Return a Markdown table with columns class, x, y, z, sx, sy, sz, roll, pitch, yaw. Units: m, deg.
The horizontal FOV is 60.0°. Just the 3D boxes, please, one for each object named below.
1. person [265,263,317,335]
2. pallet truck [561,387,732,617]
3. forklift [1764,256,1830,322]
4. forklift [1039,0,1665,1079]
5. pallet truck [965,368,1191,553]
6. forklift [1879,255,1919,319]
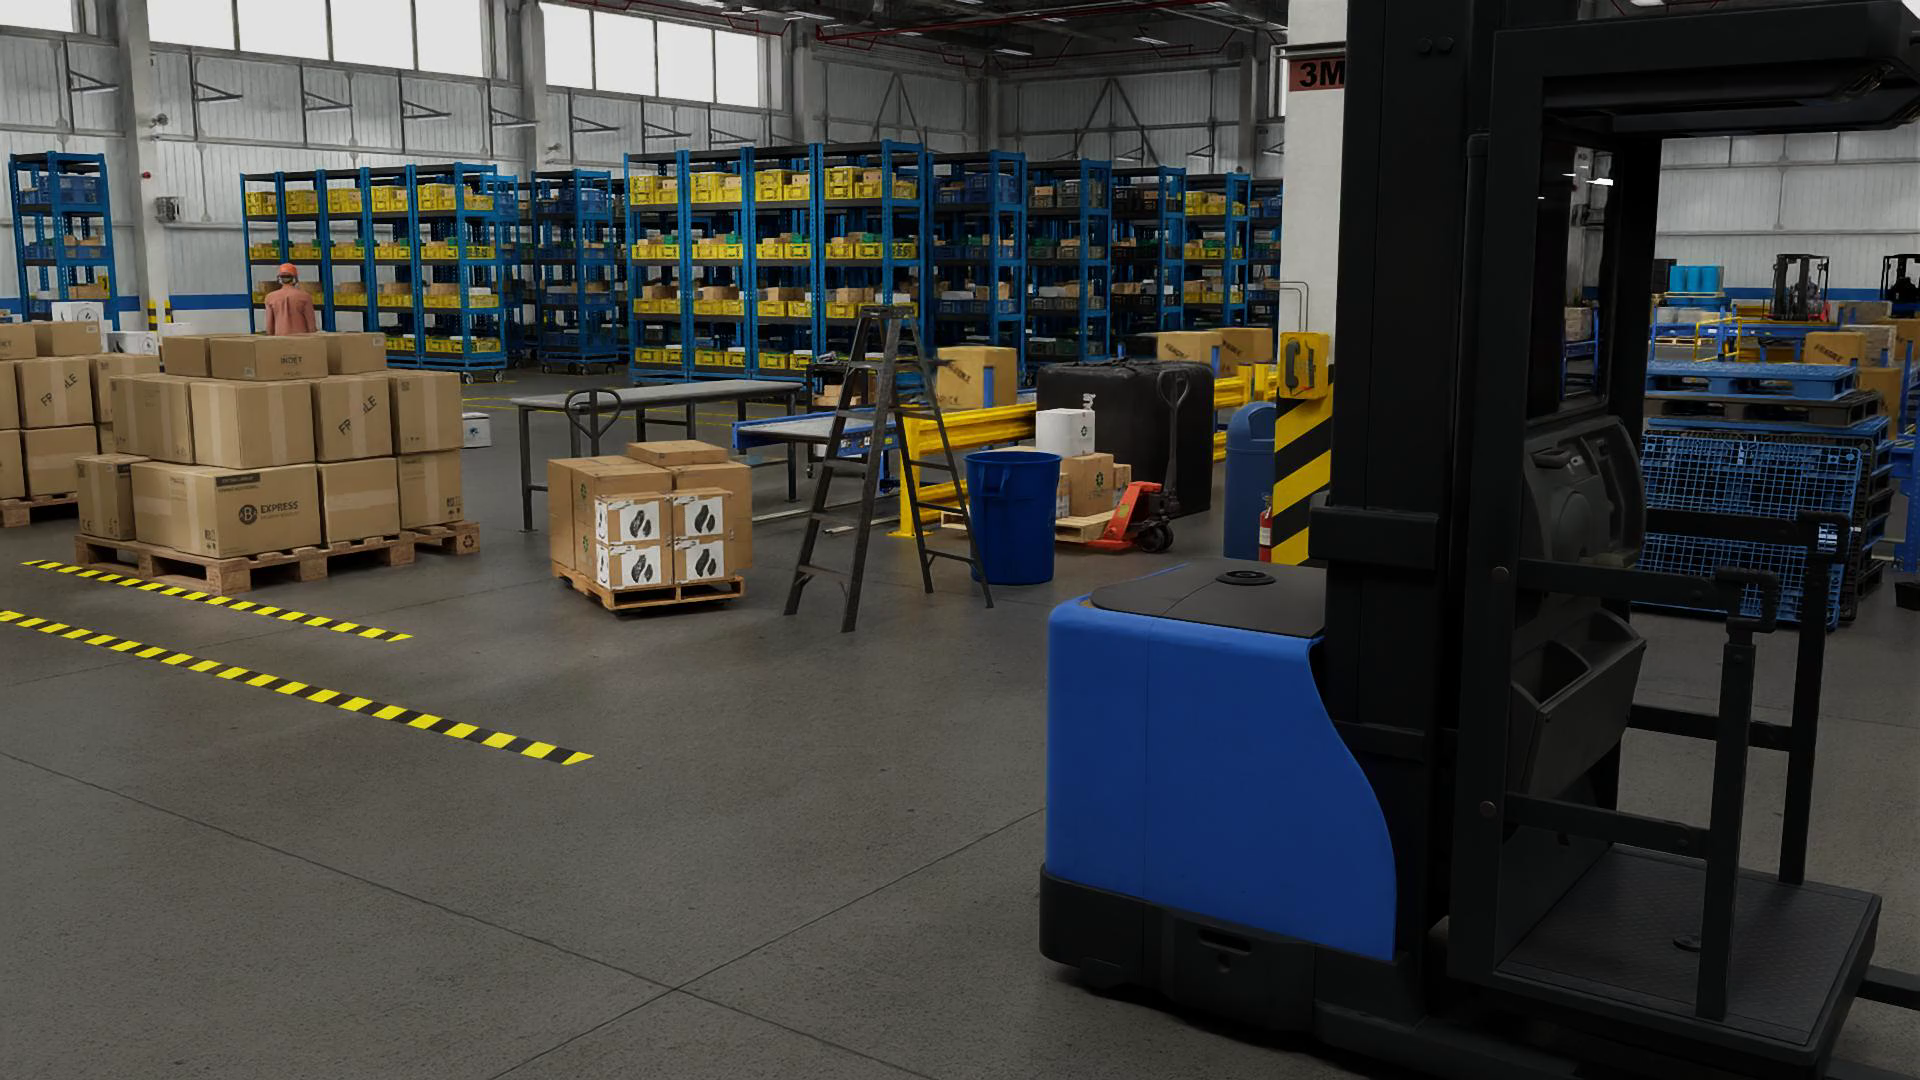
| class | x | y | z | sx | sy | sz | roll | pitch | yaw |
| --- | --- | --- | --- | --- | --- | --- | --- | --- | --- |
| person | -8.540 | -2.540 | 21.293 | 0.609 | 1.997 | 0.374 | -1 | 10 | -8 |
| pallet truck | -1.981 | -0.274 | 10.088 | 0.680 | 1.201 | 1.601 | -5 | 11 | -28 |
| forklift | 20.253 | -5.854 | 40.139 | 1.157 | 1.987 | 2.680 | 7 | 12 | 35 |
| forklift | 1.249 | -0.137 | 4.360 | 1.873 | 2.768 | 1.129 | 7 | 12 | 35 |
| pallet truck | 0.845 | -0.609 | 11.869 | 1.630 | 1.274 | 0.653 | 7 | 12 | 35 |
| forklift | 22.089 | -5.634 | 38.796 | 1.157 | 1.987 | 2.680 | 6 | 11 | 33 |
